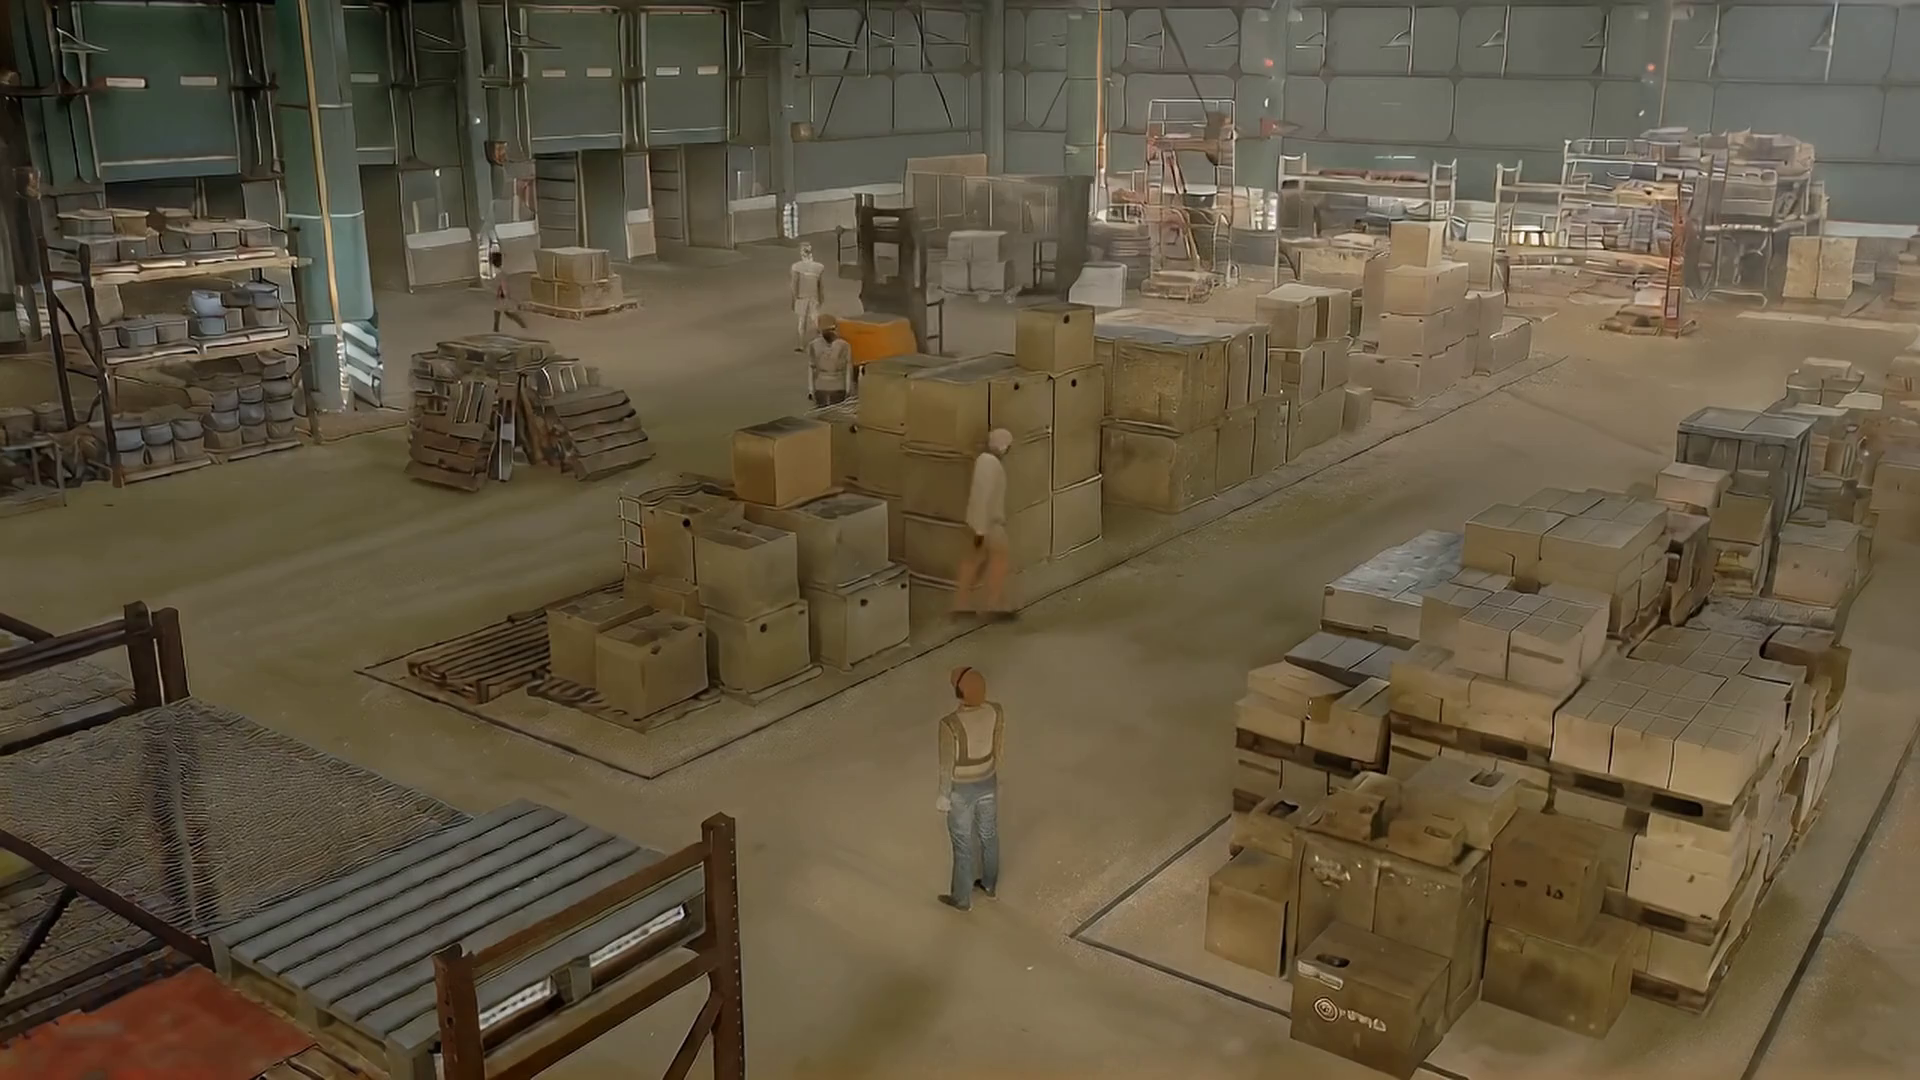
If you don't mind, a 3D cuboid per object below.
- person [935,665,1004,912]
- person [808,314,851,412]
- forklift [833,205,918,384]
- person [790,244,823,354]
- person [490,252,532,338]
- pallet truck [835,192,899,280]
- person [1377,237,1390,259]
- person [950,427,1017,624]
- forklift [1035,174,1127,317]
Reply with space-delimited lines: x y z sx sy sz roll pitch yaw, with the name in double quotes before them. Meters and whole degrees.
"person" 0.065 1.585 10.638 0.514 1.641 0.309 -14 21 -38
"person" -1.739 -2.060 22.218 0.586 1.928 0.364 2 17 7
"forklift" -1.186 -4.019 27.081 1.129 2.768 1.873 10 20 31
"person" -2.730 -4.283 29.591 0.636 1.928 0.390 -9 19 -29
"person" -8.381 -4.496 30.740 0.812 1.661 0.530 -11 20 -33
"pallet truck" -1.936 -7.159 38.982 1.885 1.965 0.823 -12 21 -34
"person" 7.926 -4.687 30.940 0.402 1.908 0.557 -2 17 -6
"person" 0.234 -0.144 15.941 0.788 1.882 0.632 -4 17 -13
"forklift" 2.374 -5.841 33.115 1.873 2.768 1.129 3 17 10
